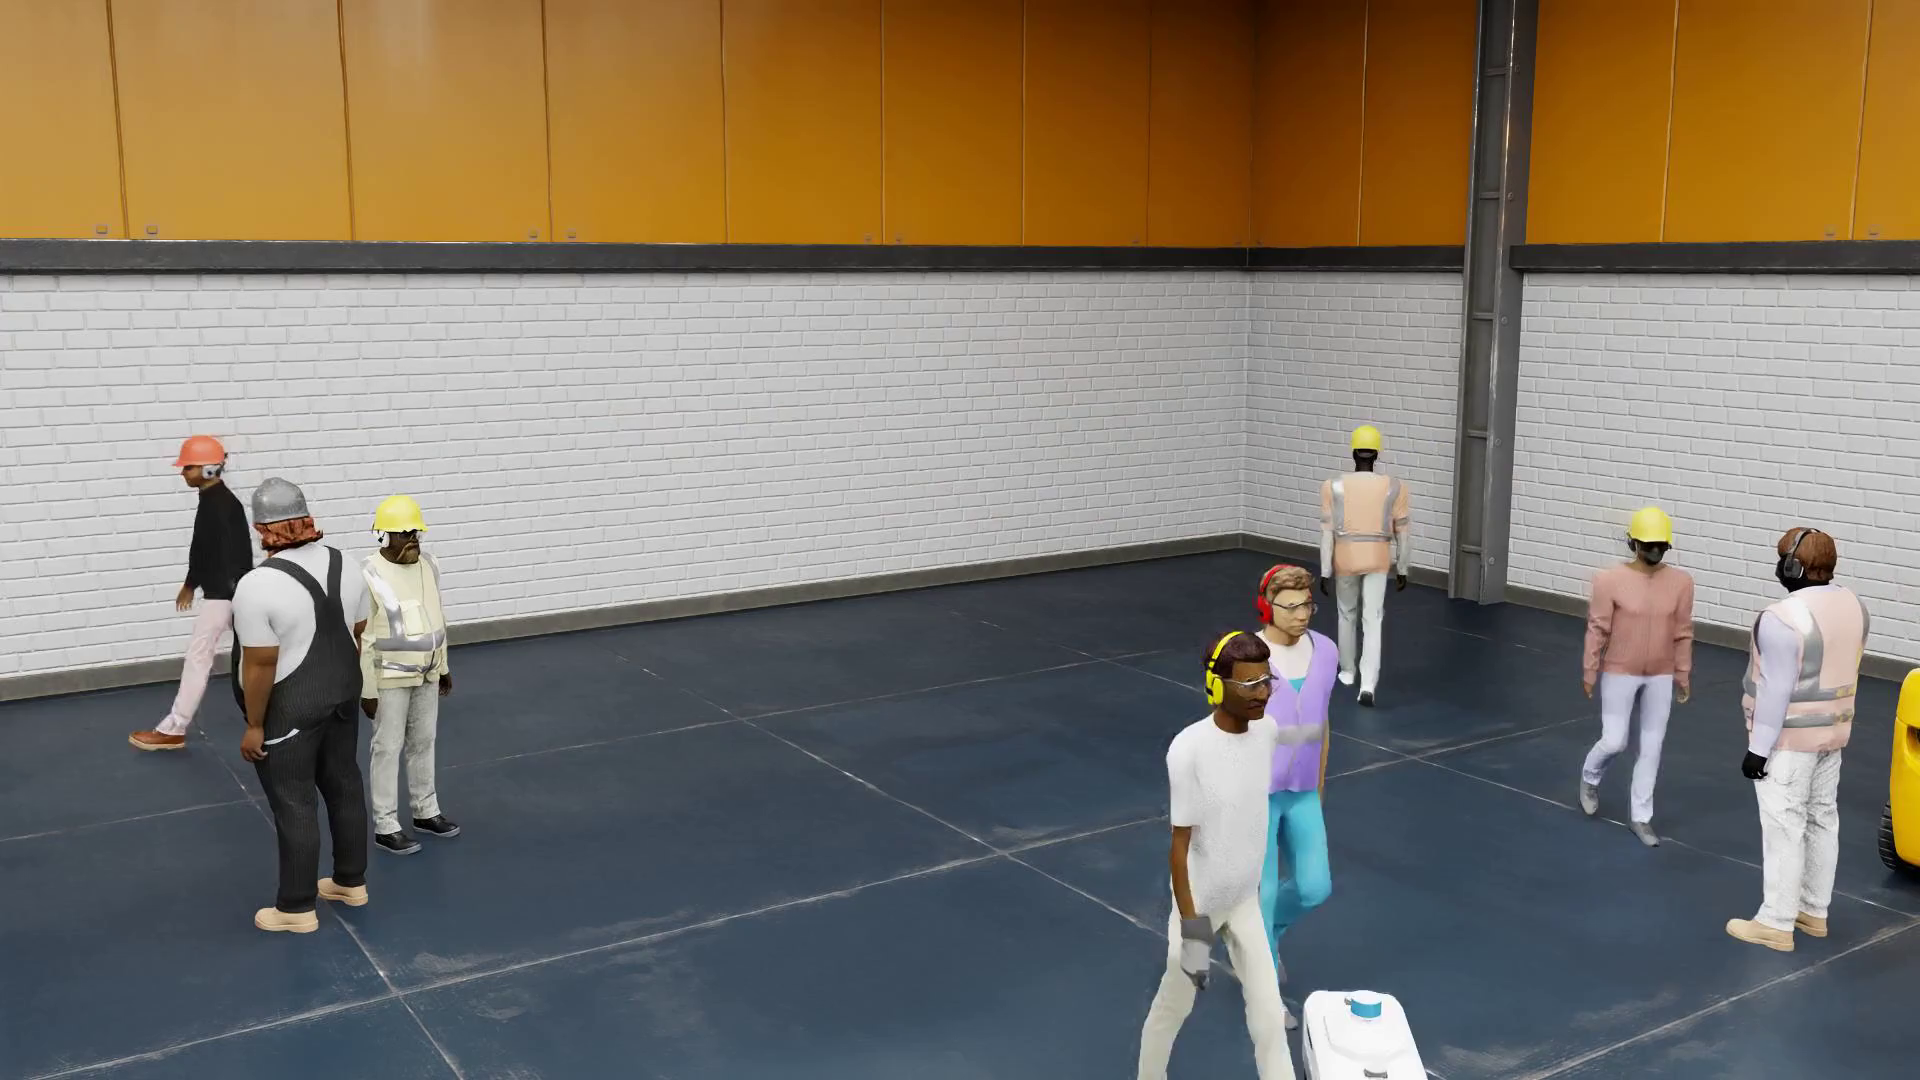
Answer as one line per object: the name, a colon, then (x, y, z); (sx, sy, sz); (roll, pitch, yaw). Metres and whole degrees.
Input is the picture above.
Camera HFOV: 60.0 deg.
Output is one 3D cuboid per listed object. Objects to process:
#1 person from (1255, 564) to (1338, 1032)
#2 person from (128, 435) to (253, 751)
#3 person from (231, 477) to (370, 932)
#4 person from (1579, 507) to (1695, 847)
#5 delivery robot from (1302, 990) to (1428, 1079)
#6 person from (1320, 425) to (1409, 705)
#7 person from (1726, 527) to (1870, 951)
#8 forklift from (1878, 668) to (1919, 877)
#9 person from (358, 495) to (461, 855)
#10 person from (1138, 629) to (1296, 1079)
person: (1.222, 0.984, 6.518); (0.570, 1.826, 0.447); (-4, 10, -24)
person: (-4.588, 0.306, 10.309); (1.055, 1.939, 0.617); (-4, 10, -25)
person: (-2.993, 0.722, 7.457); (0.536, 2.000, 0.678); (4, 10, 24)
person: (3.481, 0.678, 8.590); (0.540, 1.753, 0.498); (0, 9, -2)
delivery robot: (1.339, 1.739, 5.516); (0.477, 0.478, 0.707); (1, 10, 6)
person: (2.755, 0.156, 11.354); (0.603, 1.886, 0.975); (2, 10, 9)
person: (3.626, 0.858, 7.237); (0.625, 1.843, 0.430); (-5, 11, -29)
forklift: (5.511, 0.571, 7.906); (2.313, 2.155, 1.214); (-6, 11, -33)
person: (-2.814, 0.671, 8.428); (0.403, 1.824, 0.593); (4, 10, 24)
person: (0.884, 1.188, 5.299); (0.540, 1.821, 0.944); (-7, 12, -36)
